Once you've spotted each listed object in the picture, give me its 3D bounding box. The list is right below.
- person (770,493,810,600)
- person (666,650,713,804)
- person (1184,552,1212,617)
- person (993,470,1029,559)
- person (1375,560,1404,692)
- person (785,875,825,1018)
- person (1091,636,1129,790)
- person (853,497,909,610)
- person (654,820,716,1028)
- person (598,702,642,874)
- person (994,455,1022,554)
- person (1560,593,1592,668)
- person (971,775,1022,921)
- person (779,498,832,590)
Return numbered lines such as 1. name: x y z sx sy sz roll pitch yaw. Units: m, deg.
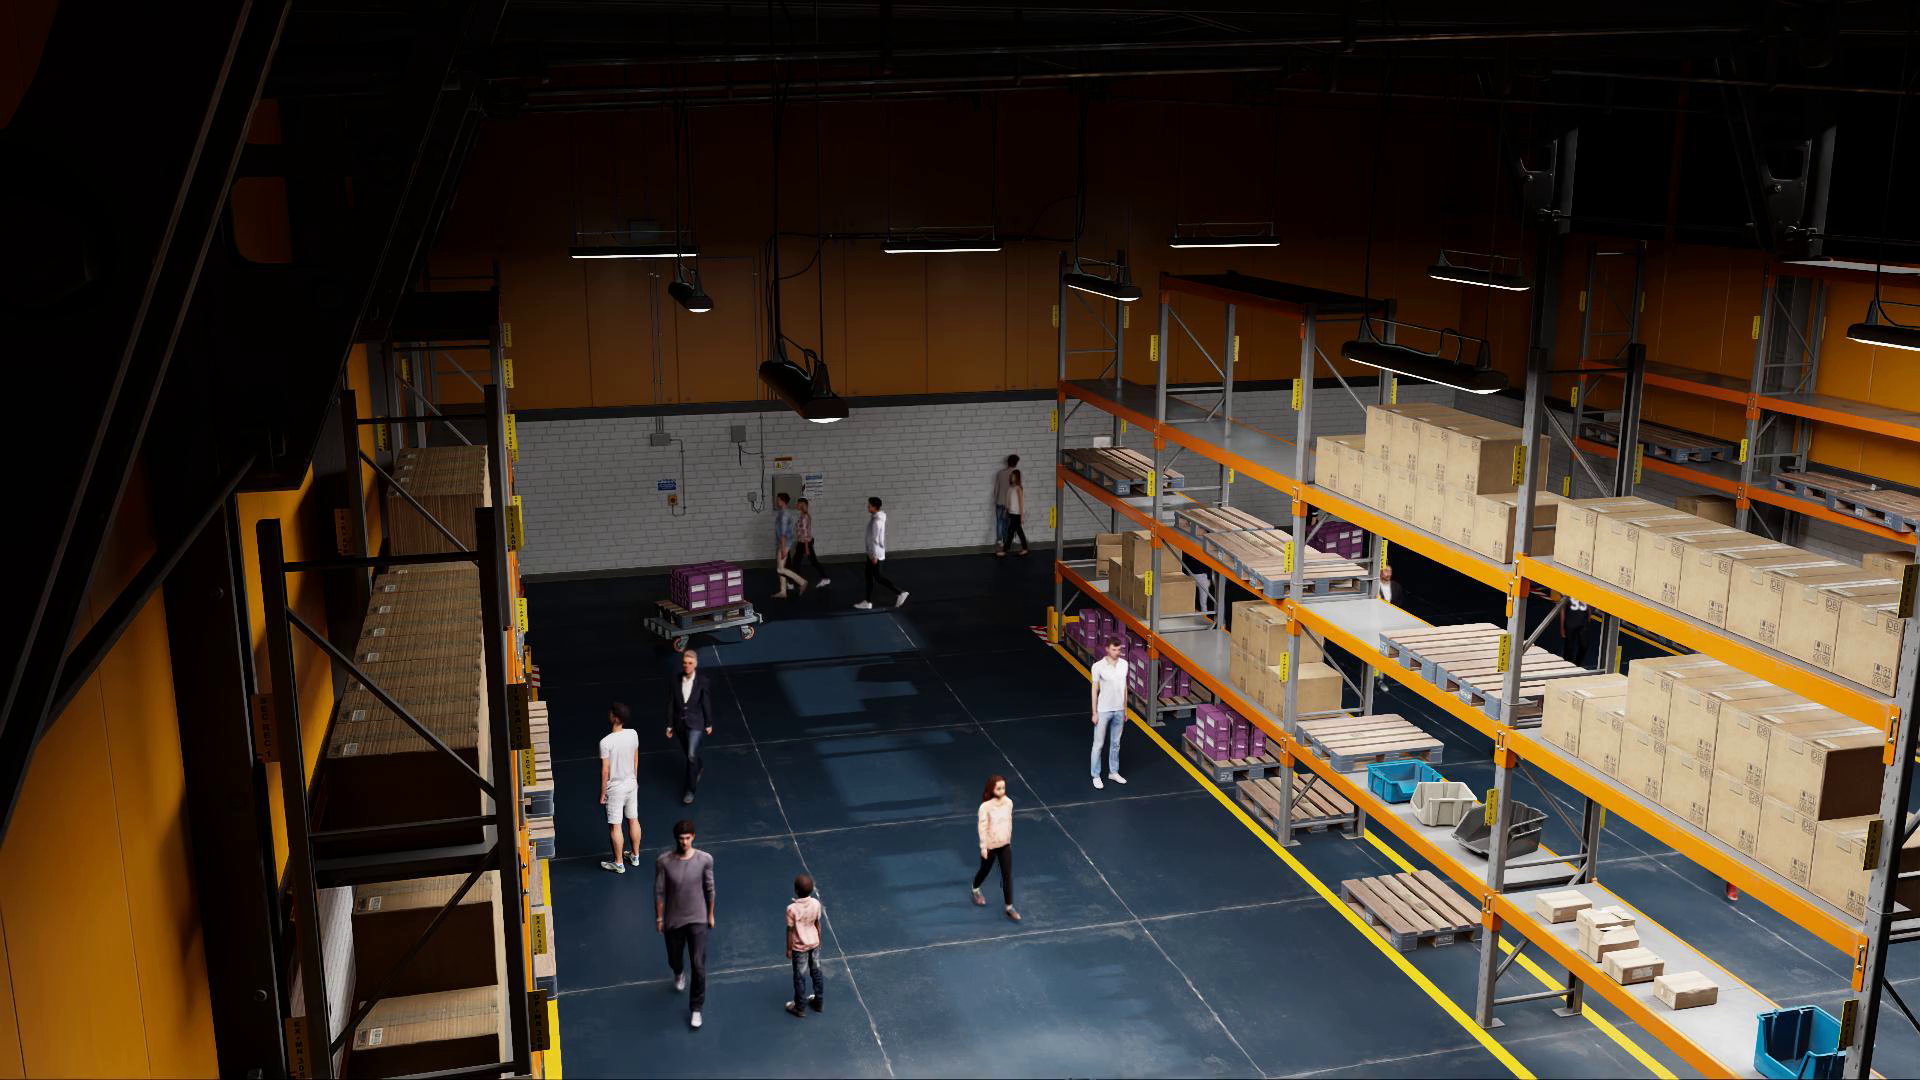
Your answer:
1. person: -2.881 0.118 28.038 0.813 1.831 0.891 -1 14 -3
2. person: -3.196 2.145 19.770 1.001 1.782 1.269 3 14 11
3. person: 3.735 0.664 26.257 0.676 1.609 0.693 4 14 17
4. person: 1.109 -0.463 30.752 0.785 1.684 0.942 -4 14 -17
5. person: 5.928 1.163 23.492 0.699 1.940 0.687 -3 14 -14
6. person: -1.376 3.595 14.799 0.542 1.306 0.547 -9 16 -32
7. person: 1.797 2.045 20.028 0.685 1.857 0.605 -7 15 -25
8. person: -1.295 0.234 27.407 0.884 1.904 1.139 -1 14 -4
9. person: -2.440 3.327 14.784 0.782 1.833 1.076 -2 14 -7
10. person: -3.613 2.613 17.679 0.791 1.857 0.766 10 17 36
11. person: 0.861 -0.627 31.073 1.106 1.851 1.280 3 14 11
12. person: 8.774 1.202 23.807 0.711 1.716 0.753 1 14 3
13. person: 0.315 3.052 16.733 0.768 1.449 1.041 -8 16 -31
14. person: -2.577 0.089 28.658 0.870 1.596 1.111 0 14 1
